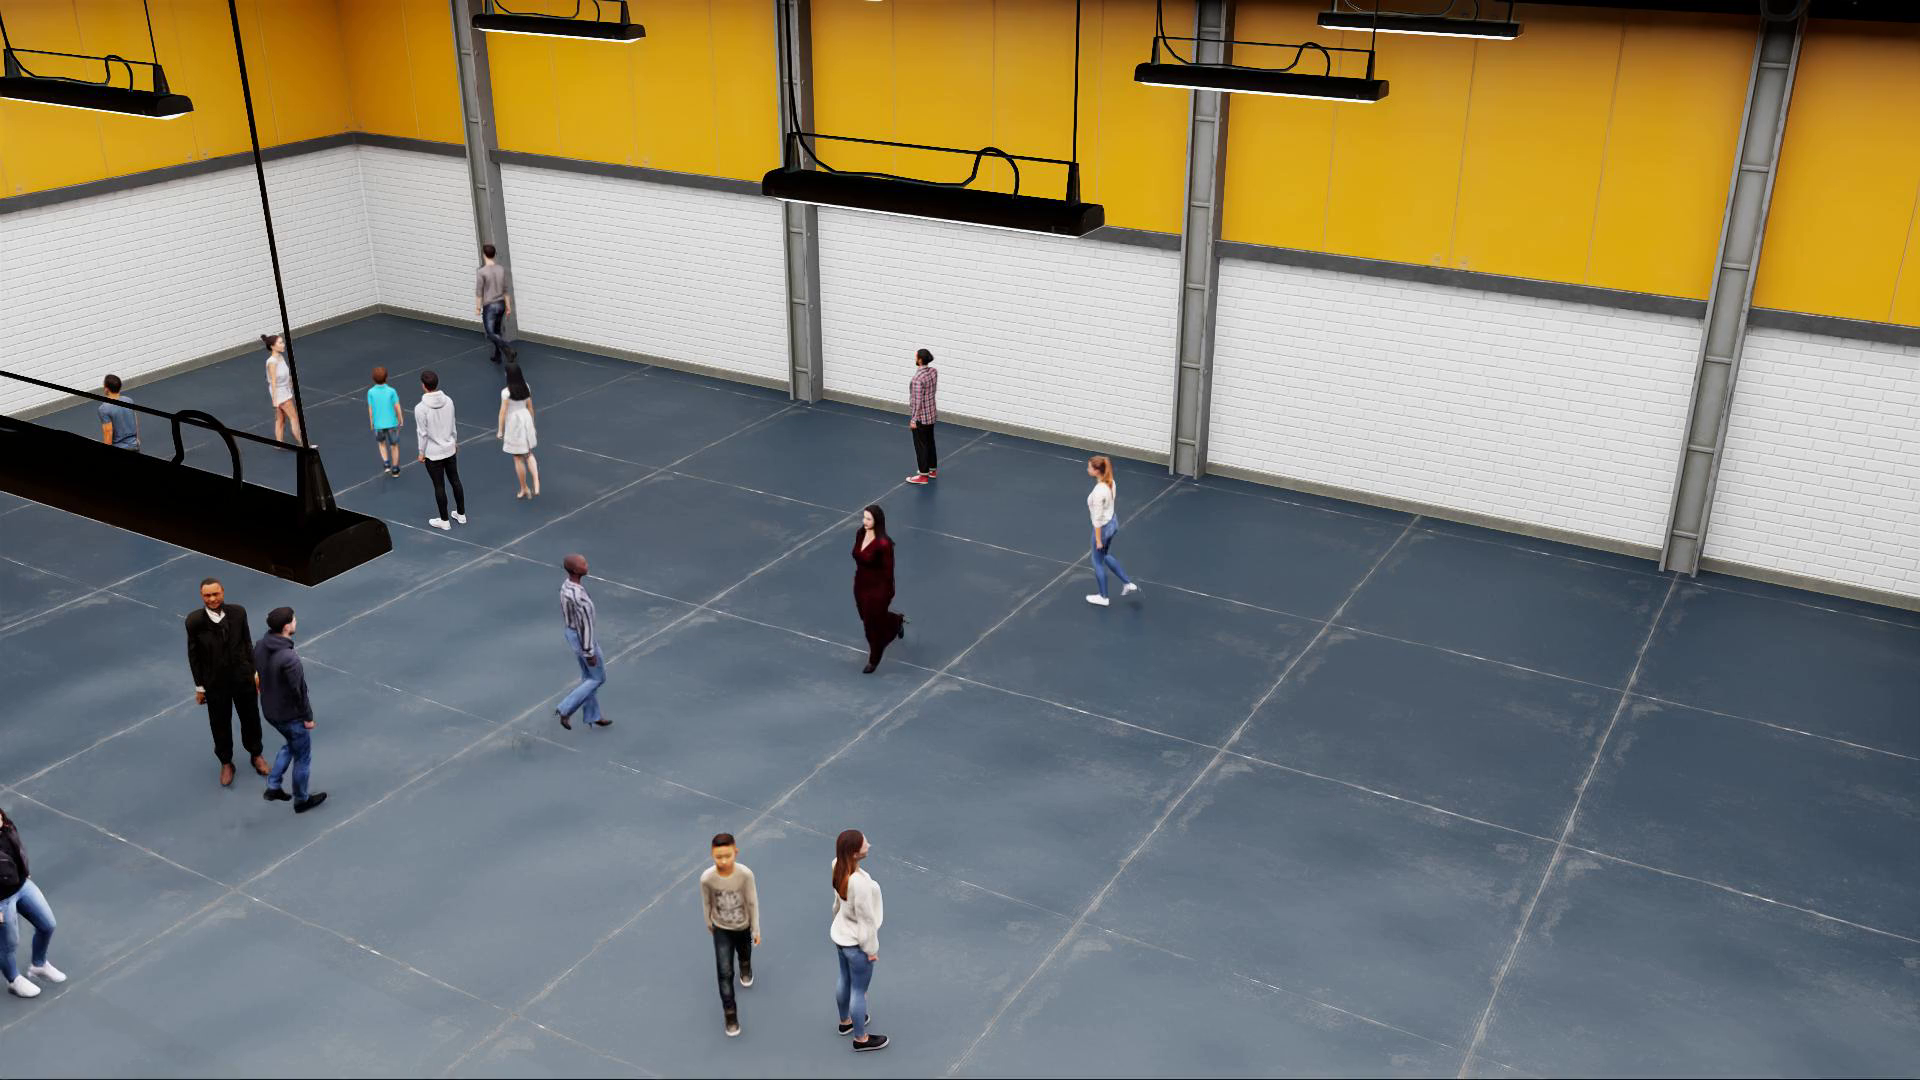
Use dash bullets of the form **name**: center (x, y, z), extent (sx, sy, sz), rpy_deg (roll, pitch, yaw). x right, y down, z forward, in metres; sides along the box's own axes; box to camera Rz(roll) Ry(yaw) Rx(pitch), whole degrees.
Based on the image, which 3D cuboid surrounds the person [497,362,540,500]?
- **person**: center (-5.366, -1.311, 20.384), extent (0.705, 1.769, 0.700), rpy_deg (18, 29, 35)

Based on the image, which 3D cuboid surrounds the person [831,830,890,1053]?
- **person**: center (-0.714, 2.702, 11.301), extent (0.764, 1.692, 0.661), rpy_deg (-12, 26, -25)

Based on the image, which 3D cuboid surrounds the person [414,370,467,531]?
- **person**: center (-6.143, -1.077, 19.649), extent (0.621, 1.929, 0.713), rpy_deg (17, 29, 34)

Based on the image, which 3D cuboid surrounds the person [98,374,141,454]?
- **person**: center (-9.993, -1.118, 19.890), extent (0.604, 1.811, 0.687), rpy_deg (8, 25, 17)

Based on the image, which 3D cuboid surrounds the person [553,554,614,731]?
- **person**: center (-3.511, 0.979, 15.130), extent (0.907, 1.782, 0.869), rpy_deg (-12, 26, -25)

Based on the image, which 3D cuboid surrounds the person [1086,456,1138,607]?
- **person**: center (1.592, -0.086, 17.660), extent (0.795, 1.707, 0.664), rpy_deg (12, 26, 25)

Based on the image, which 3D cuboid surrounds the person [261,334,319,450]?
- **person**: center (-9.072, -1.933, 22.029), extent (0.920, 1.592, 0.829), rpy_deg (-2, 24, -5)

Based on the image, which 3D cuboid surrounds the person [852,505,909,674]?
- **person**: center (-0.771, 0.443, 16.403), extent (0.907, 1.743, 0.966), rpy_deg (-19, 30, -37)

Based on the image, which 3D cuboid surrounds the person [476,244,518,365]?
- **person**: center (-7.052, -3.521, 25.295), extent (1.130, 1.884, 0.817), rpy_deg (20, 30, 37)

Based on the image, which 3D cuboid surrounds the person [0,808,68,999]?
- **person**: center (-6.820, 2.526, 11.790), extent (0.731, 1.621, 0.742), rpy_deg (4, 24, 10)

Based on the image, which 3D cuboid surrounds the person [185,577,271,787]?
- **person**: center (-6.376, 1.198, 14.476), extent (0.799, 1.904, 0.801), rpy_deg (-13, 27, -27)

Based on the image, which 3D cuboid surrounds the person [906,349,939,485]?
- **person**: center (-0.459, -1.583, 21.016), extent (0.598, 1.760, 0.697), rpy_deg (11, 26, 24)

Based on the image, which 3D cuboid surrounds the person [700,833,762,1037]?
- **person**: center (-1.593, 2.659, 11.710), extent (0.982, 1.441, 1.015), rpy_deg (-5, 24, -11)

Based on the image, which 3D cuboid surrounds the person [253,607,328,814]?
- **person**: center (-5.709, 1.469, 13.896), extent (0.690, 1.871, 0.809), rpy_deg (18, 30, 36)

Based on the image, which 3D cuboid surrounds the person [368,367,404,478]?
- **person**: center (-7.330, -1.487, 21.200), extent (0.690, 1.437, 0.749), rpy_deg (-5, 24, -11)
